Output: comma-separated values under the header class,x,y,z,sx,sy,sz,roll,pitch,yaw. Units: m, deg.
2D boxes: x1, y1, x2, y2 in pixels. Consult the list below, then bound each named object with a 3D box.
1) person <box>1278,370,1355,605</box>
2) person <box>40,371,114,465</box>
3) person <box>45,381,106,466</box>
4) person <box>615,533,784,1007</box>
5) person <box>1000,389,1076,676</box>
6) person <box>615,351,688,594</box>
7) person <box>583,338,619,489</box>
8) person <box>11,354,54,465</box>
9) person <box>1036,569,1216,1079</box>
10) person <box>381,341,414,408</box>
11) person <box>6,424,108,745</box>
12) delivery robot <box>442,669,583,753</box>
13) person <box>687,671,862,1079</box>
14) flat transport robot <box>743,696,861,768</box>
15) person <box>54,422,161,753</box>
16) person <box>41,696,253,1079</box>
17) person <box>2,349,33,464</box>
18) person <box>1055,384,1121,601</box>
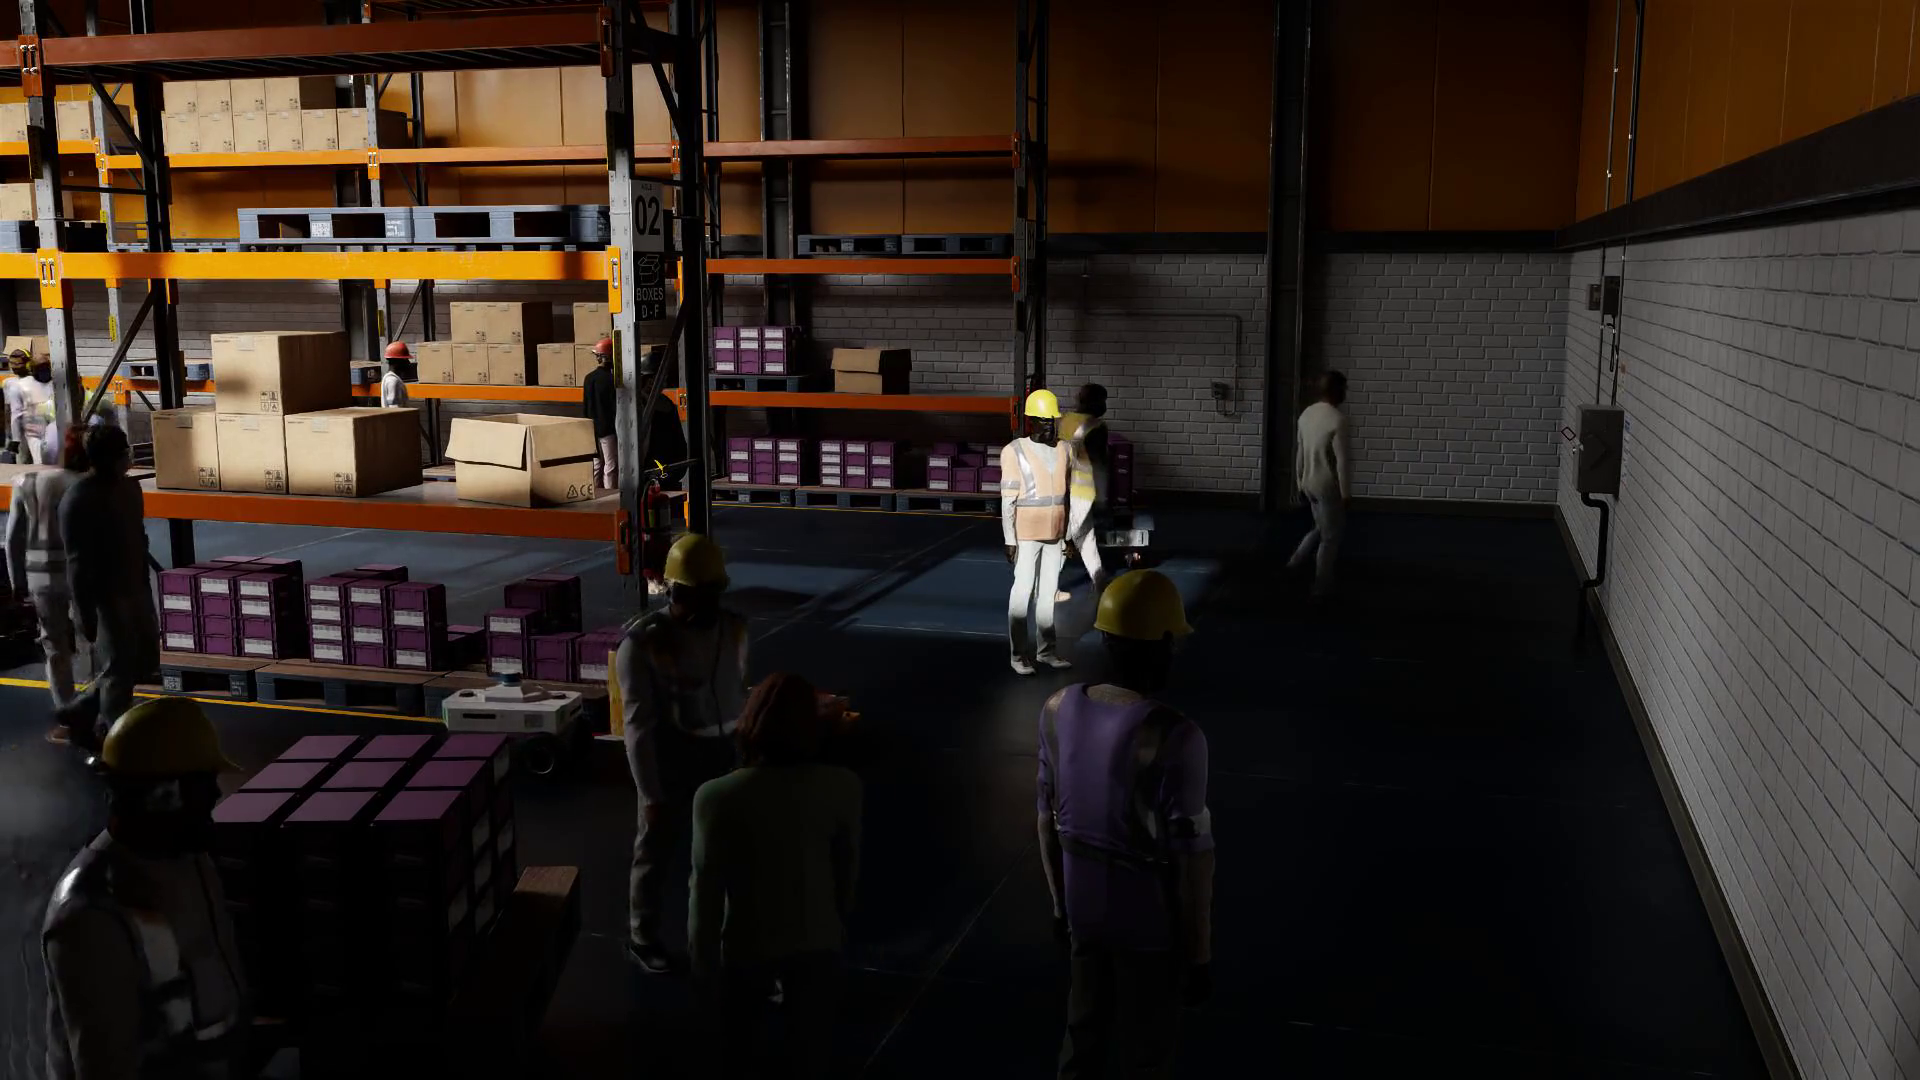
class,x,y,z,sx,sy,sz,roll,pitch,yaw
person,2.932,-0.411,13.439,0.496,1.926,0.629,-3,10,-19
person,-8.129,-0.697,15.504,0.775,1.825,0.510,-2,9,-10
person,-6.852,-0.298,12.826,0.995,1.888,0.647,3,10,16
person,-0.973,0.850,6.191,0.592,1.772,0.968,-8,12,-40
person,0.542,-0.056,11.250,0.593,1.926,0.366,-7,12,-36
person,-2.559,-0.580,14.097,0.538,2.000,0.683,4,10,22
person,-3.738,-1.132,17.618,0.612,1.990,0.392,9,13,43
person,-9.788,-1.102,17.972,0.754,1.803,0.771,-8,13,-42
person,0.471,1.032,4.620,0.367,1.927,0.590,-9,13,-43
person,-6.108,-1.189,18.125,0.377,1.938,0.547,-3,10,-20
person,-5.083,0.273,9.502,0.629,1.858,0.385,-4,10,-21
delivery robot,-2.428,0.946,9.030,0.707,0.478,0.477,1,9,6
person,-0.542,1.163,4.840,0.513,1.587,0.812,-2,10,-13
flat transport robot,-1.161,1.082,9.350,0.652,0.197,1.431,4,10,22
person,-4.633,0.319,8.972,0.595,1.927,0.640,0,9,3
person,-1.703,1.250,3.684,0.851,1.787,0.662,0,9,-2
person,-10.093,-1.138,18.041,0.513,1.865,0.329,-1,9,-8
person,1.025,-0.389,13.727,0.923,1.787,0.632,-3,10,-19
